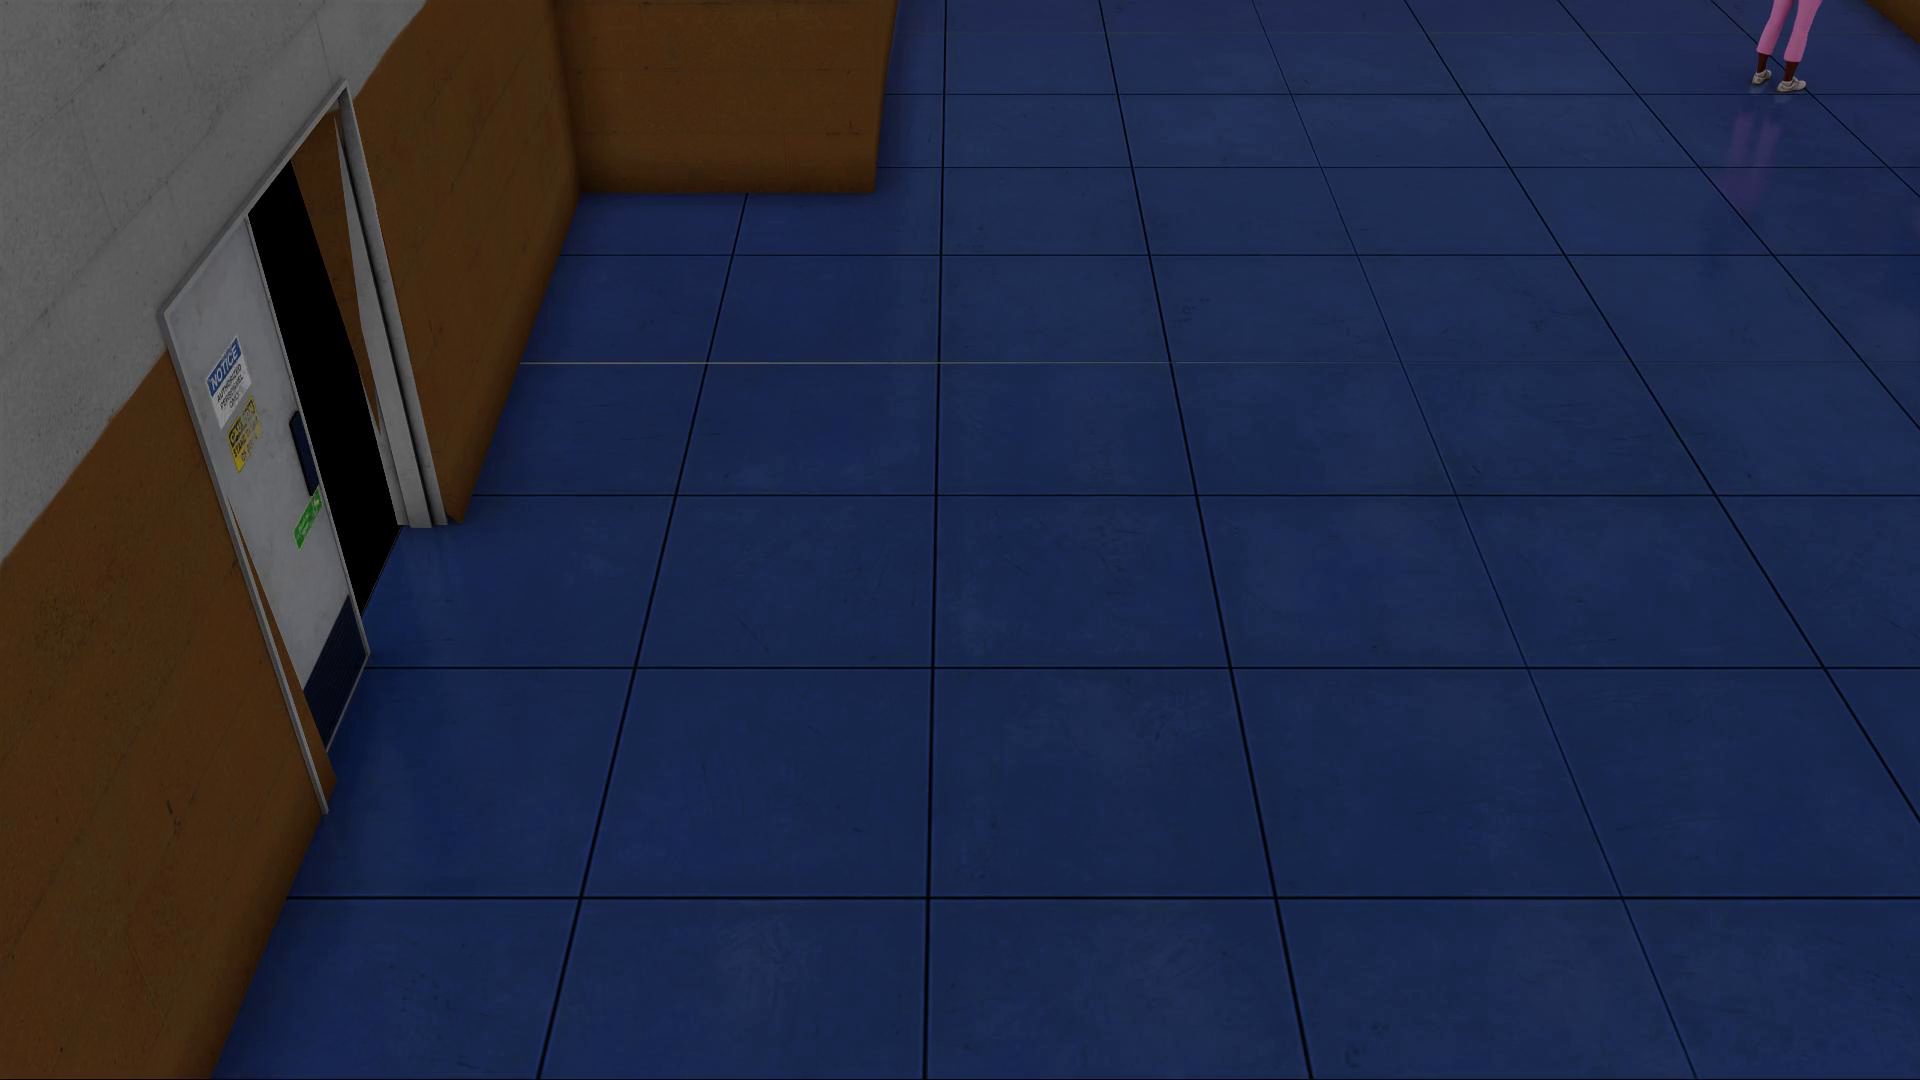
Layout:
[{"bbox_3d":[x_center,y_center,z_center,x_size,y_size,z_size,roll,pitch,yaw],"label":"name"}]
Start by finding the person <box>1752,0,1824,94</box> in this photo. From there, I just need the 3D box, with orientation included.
[{"bbox_3d":[6.303,-4.233,12.401,0.690,1.740,0.656,-24,43,-29],"label":"person"}]
